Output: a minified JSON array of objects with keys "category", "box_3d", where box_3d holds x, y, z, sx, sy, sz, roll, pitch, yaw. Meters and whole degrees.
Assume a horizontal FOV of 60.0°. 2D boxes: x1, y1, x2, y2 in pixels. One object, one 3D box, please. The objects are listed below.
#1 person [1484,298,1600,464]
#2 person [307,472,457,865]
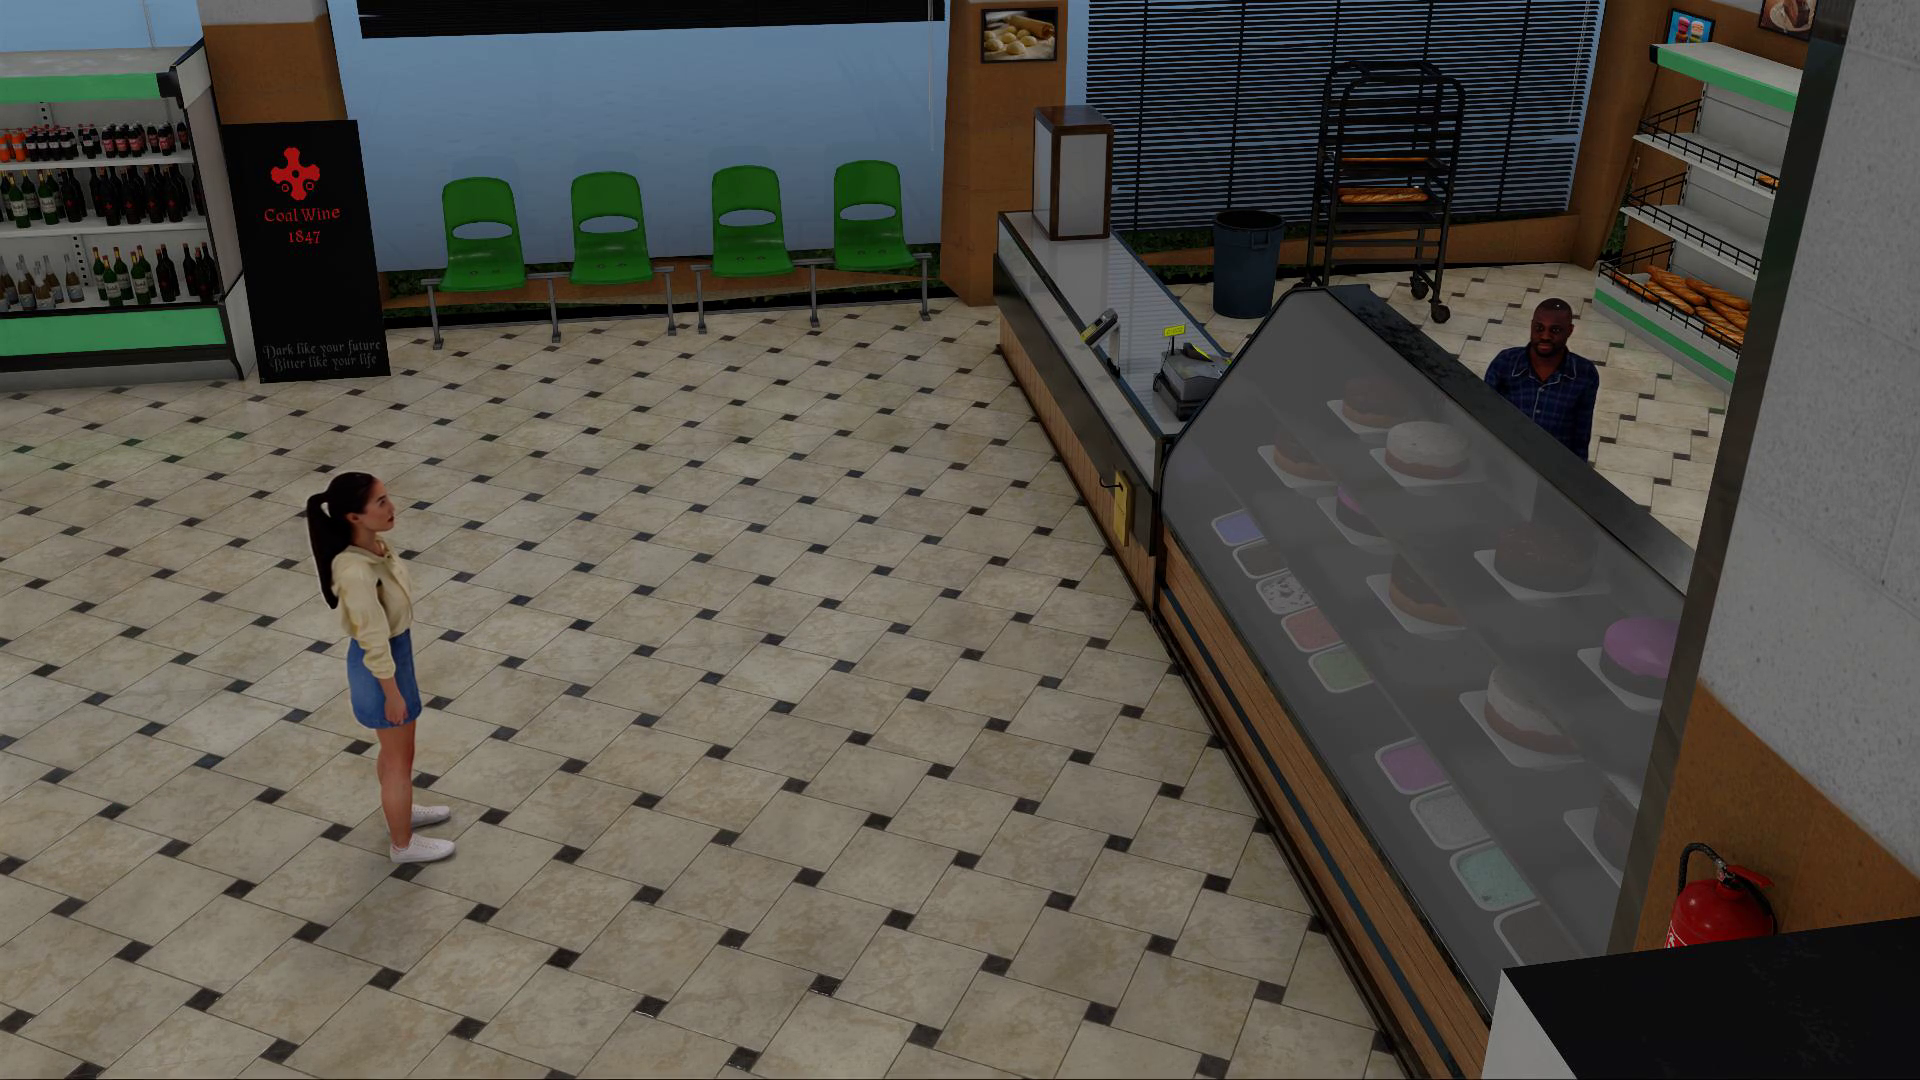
[{"category":"person","box_3d":[2.575,-0.232,7.585,0.731,1.824,0.842,9,28,18]},{"category":"person","box_3d":[-2.212,0.488,6.378,0.598,1.631,0.677,-9,28,-17]}]
